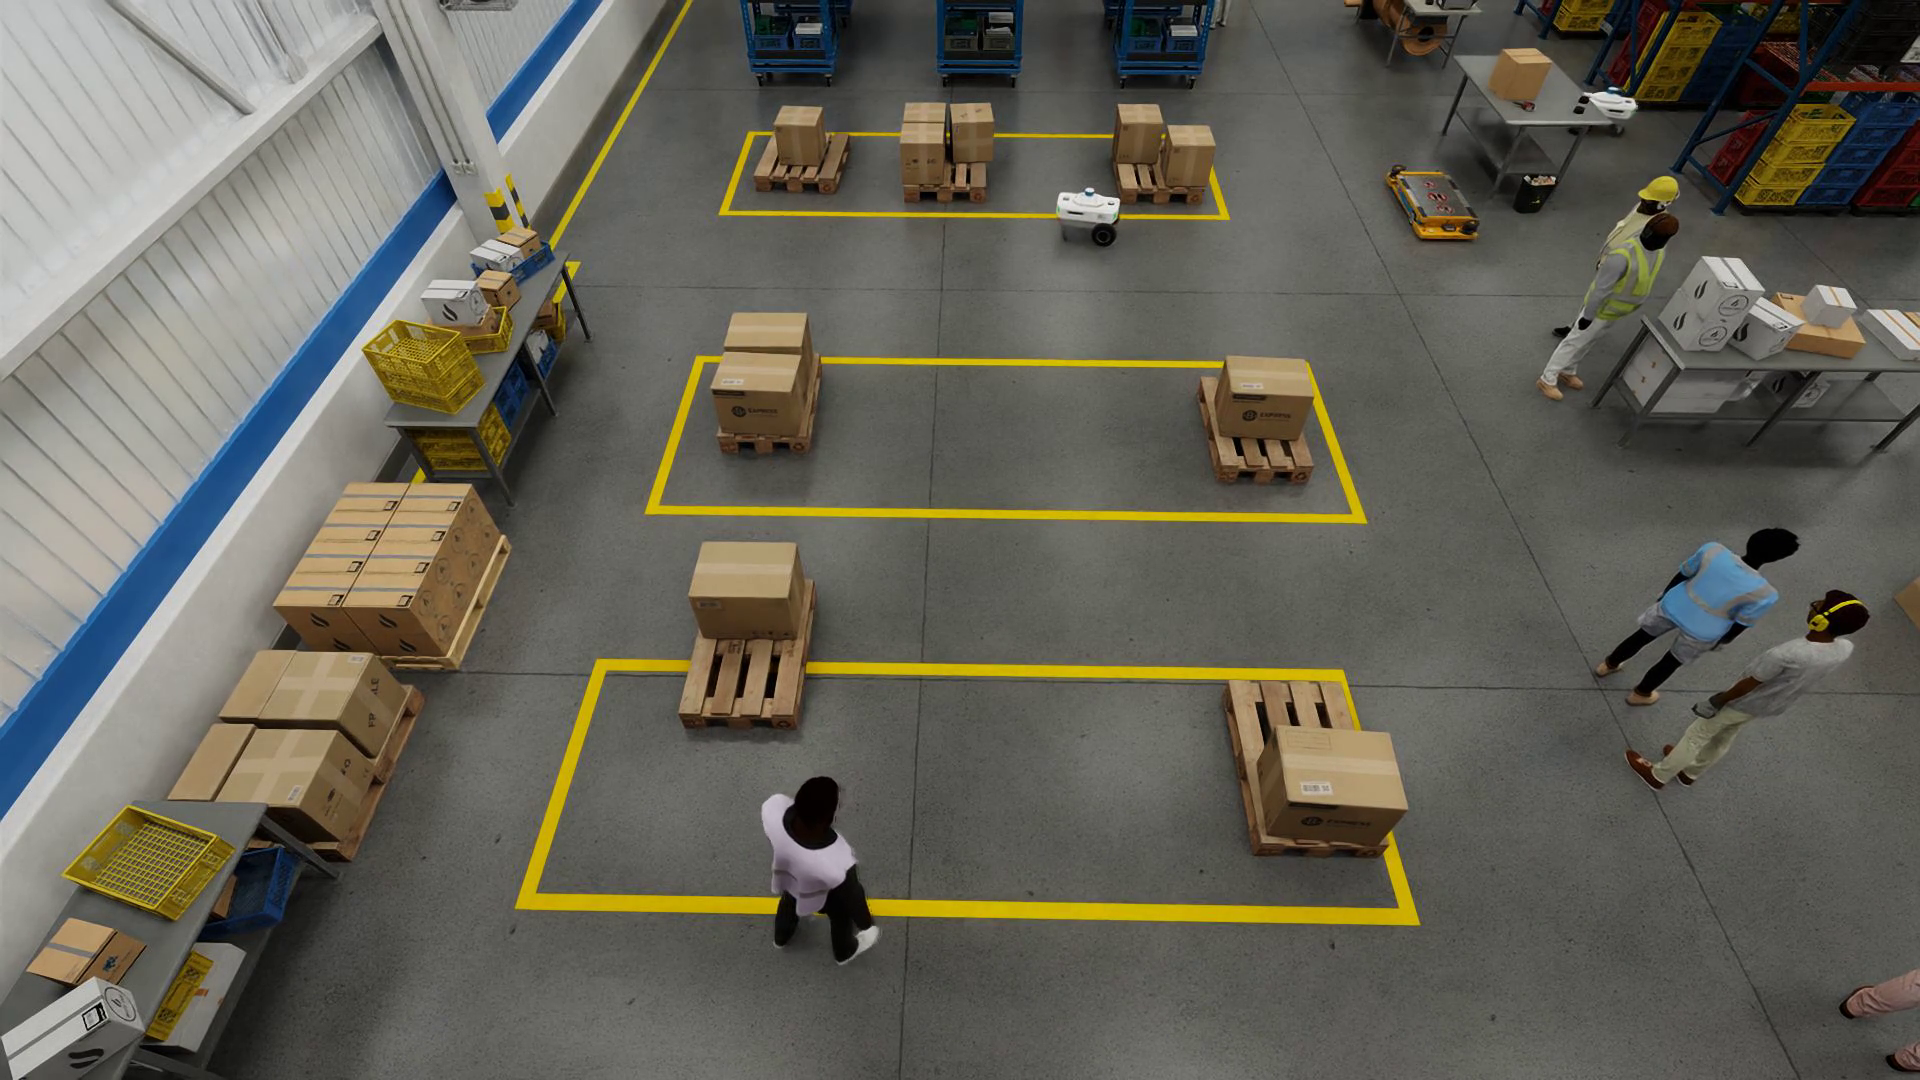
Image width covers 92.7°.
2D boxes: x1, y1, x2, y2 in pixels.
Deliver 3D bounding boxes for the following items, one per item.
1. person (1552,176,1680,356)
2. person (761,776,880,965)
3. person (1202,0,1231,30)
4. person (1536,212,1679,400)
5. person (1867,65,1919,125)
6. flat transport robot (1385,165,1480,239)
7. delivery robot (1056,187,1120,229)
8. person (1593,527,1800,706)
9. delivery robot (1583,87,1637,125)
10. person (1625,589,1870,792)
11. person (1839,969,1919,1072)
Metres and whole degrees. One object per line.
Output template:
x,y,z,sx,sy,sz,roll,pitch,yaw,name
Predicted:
6.269,-2.596,8.746,0.403,1.824,0.599,11,50,9,person
-0.790,1.827,4.866,0.729,1.898,0.513,30,55,23,person
4.144,-8.902,14.320,0.511,1.641,0.308,-23,53,-18,person
5.880,-2.104,8.307,0.629,1.839,0.429,-23,53,-19,person
11.807,-5.665,11.323,0.371,1.941,0.627,-9,50,-8,person
5.692,-4.094,11.059,0.652,0.197,1.431,1,49,1,flat transport robot
1.472,-3.818,10.573,0.707,0.478,0.477,10,50,8,delivery robot
4.910,0.518,6.136,0.322,1.689,0.538,-17,51,-14,person
8.637,-5.818,12.304,0.707,0.478,0.477,13,50,11,delivery robot
4.832,0.977,5.633,0.517,1.857,0.330,-9,50,-7,person
5.298,2.193,4.543,0.408,1.905,0.654,-13,50,-11,person
